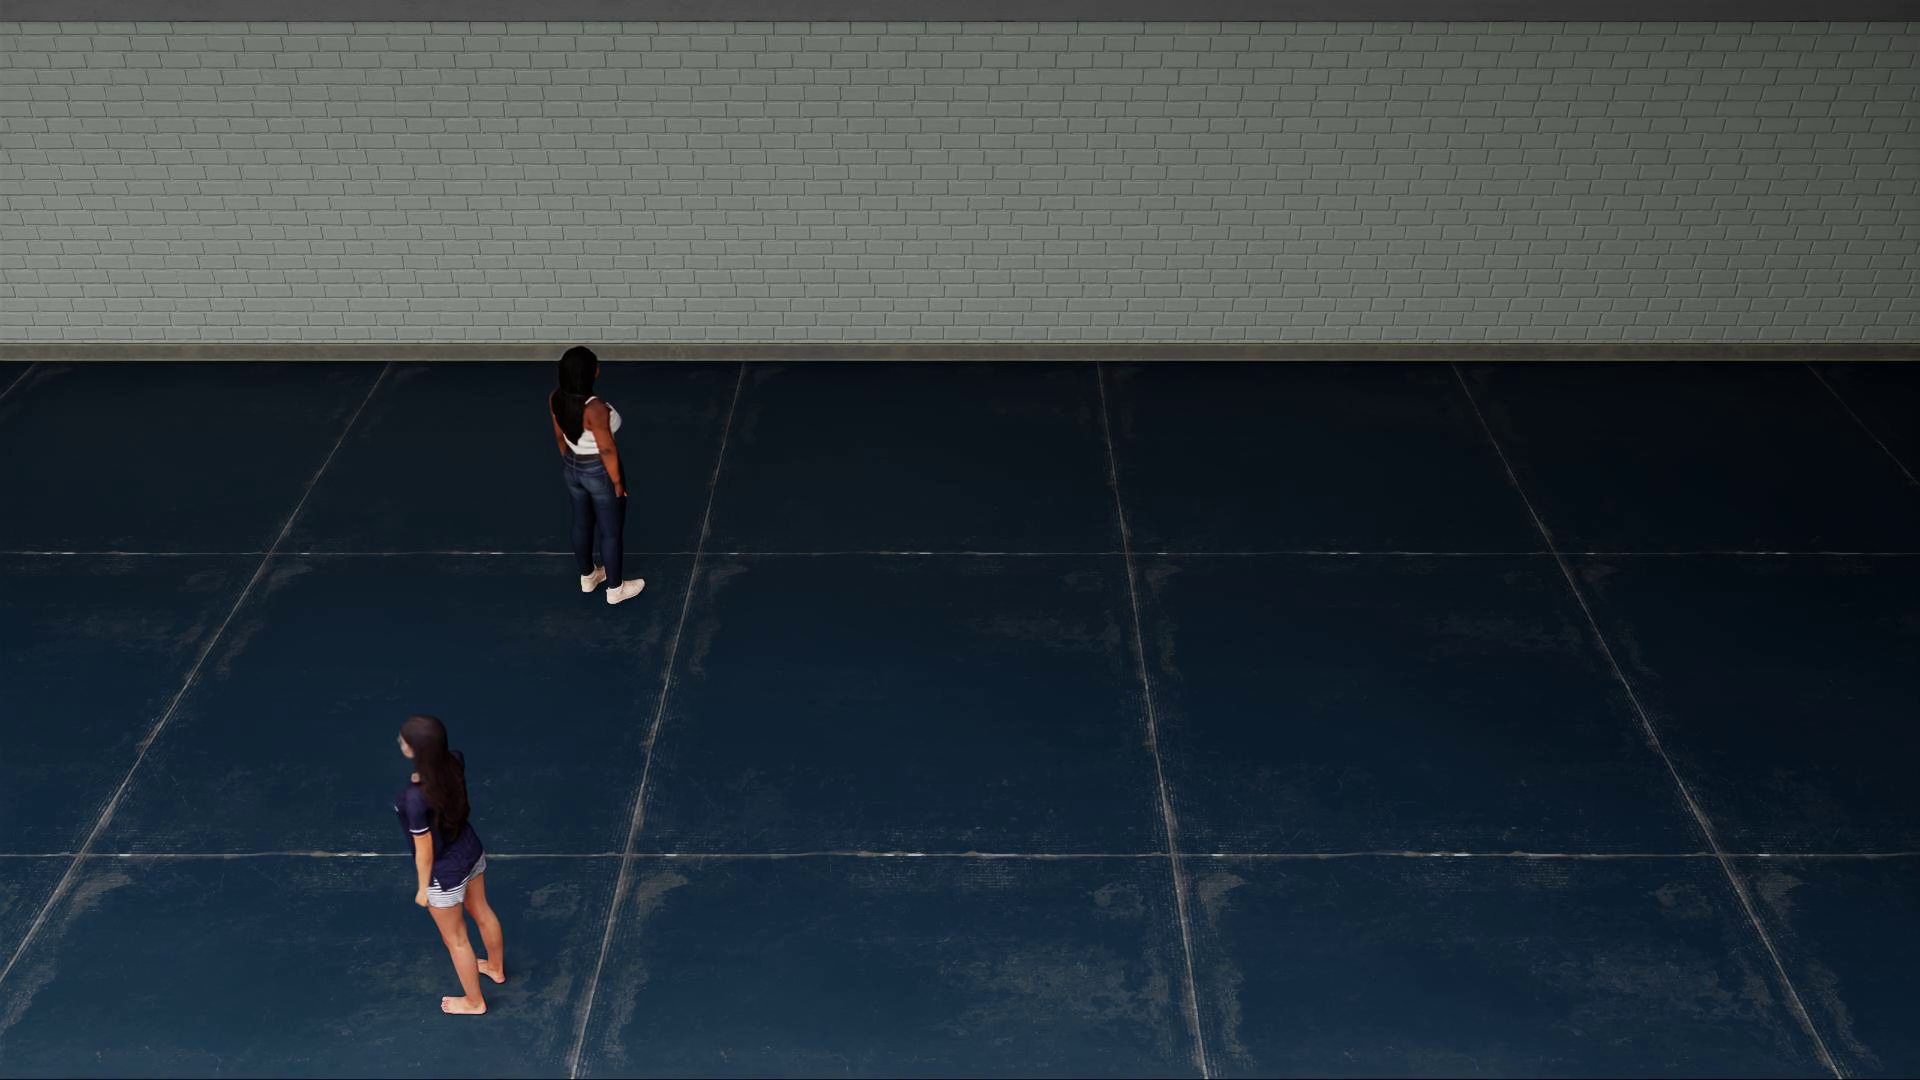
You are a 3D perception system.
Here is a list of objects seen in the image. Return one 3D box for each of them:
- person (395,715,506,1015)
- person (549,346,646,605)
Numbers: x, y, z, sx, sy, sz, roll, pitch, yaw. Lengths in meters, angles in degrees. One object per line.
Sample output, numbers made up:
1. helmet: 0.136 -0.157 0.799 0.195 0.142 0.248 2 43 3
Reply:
1. person: -2.390 1.525 7.812 0.691 1.765 0.556 10 34 15
2. person: -2.386 -0.424 10.769 0.754 1.809 0.791 22 39 30
